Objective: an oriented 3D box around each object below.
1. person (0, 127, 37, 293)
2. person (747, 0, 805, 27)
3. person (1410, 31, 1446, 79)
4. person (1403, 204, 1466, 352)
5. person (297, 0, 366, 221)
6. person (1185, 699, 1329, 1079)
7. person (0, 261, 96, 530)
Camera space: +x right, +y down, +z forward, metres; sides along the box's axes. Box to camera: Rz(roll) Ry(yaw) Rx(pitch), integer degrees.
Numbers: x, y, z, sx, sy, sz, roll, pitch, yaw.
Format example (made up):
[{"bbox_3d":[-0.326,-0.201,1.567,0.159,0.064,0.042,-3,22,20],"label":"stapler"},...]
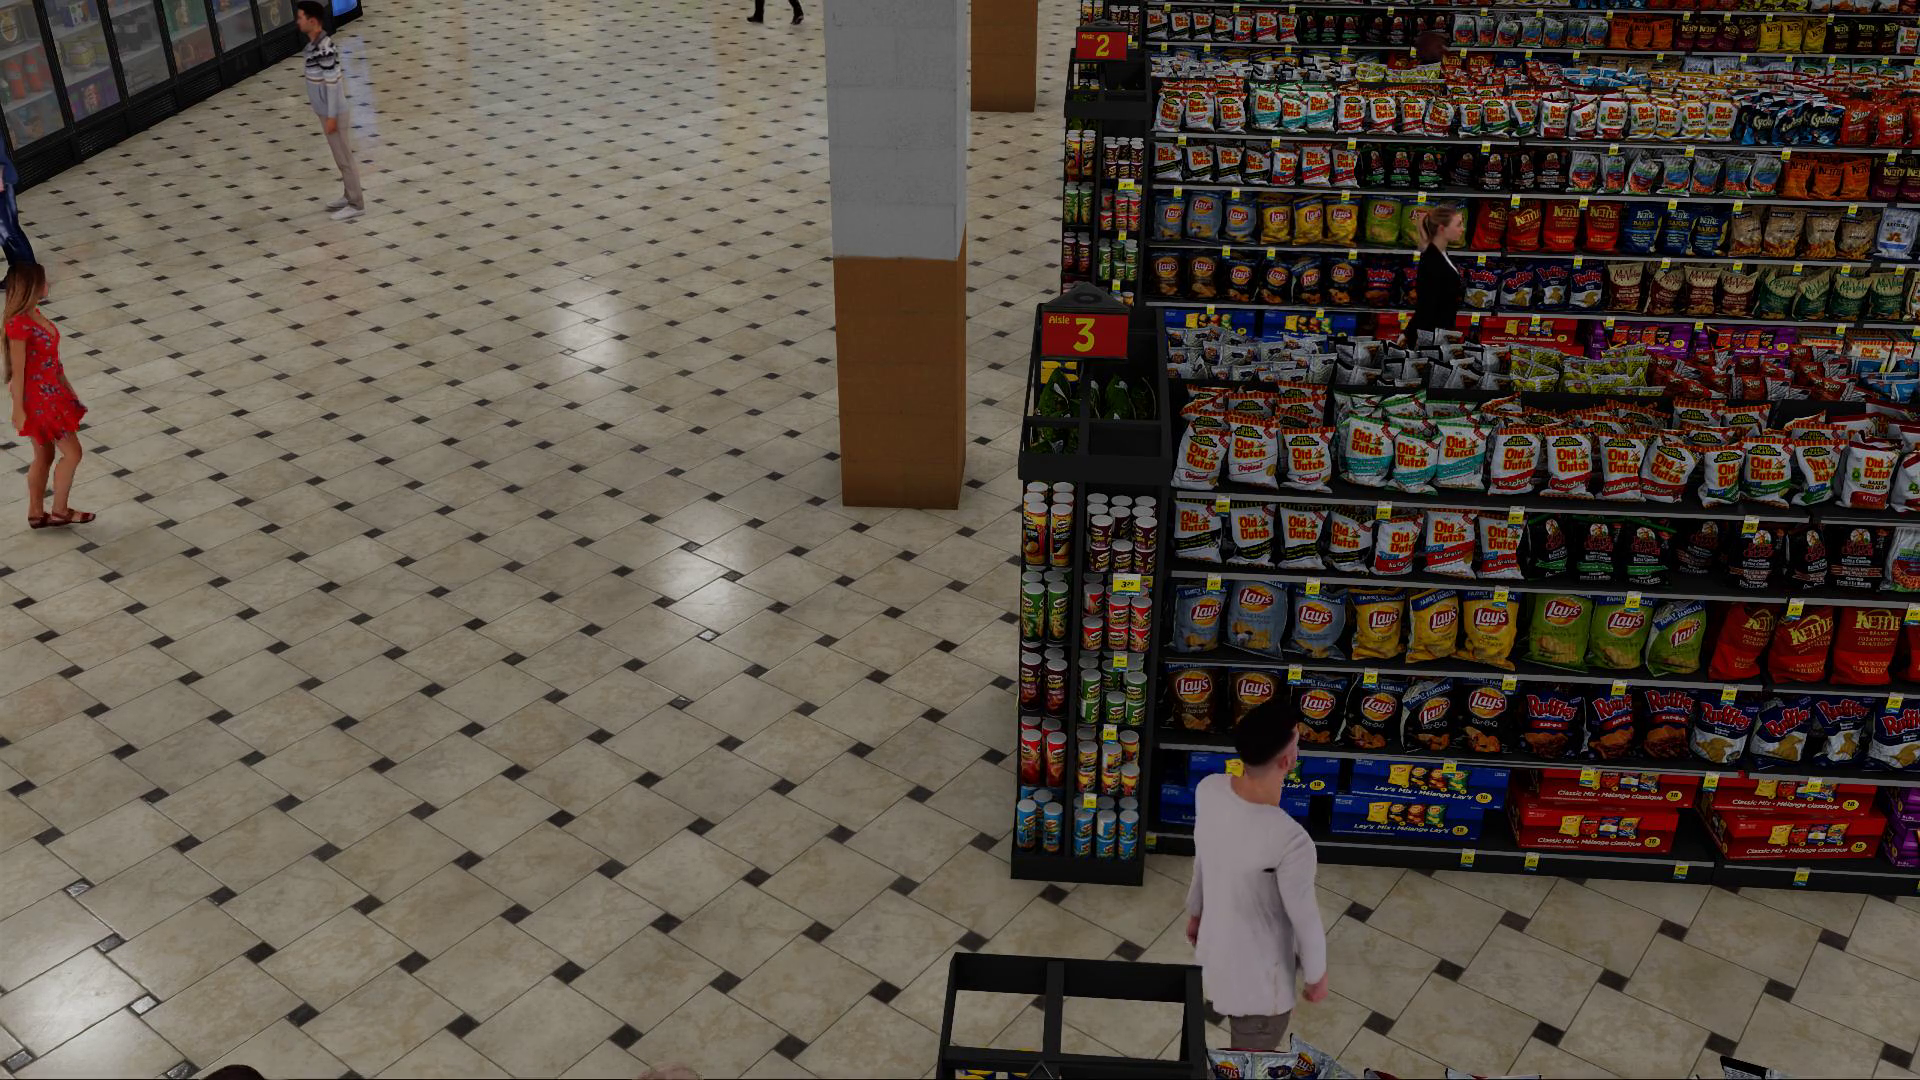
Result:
[{"bbox_3d":[-7.426,-2.755,12.746,0.857,1.826,0.774,-25,38,-38],"label":"person"},{"bbox_3d":[-2.380,-7.571,21.585,1.240,1.808,1.096,24,37,37],"label":"person"},{"bbox_3d":[3.736,-3.243,13.640,0.699,1.825,0.756,10,30,17],"label":"person"},{"bbox_3d":[2.715,-1.192,10.022,0.982,1.691,0.729,7,29,13],"label":"person"},{"bbox_3d":[-5.505,-3.785,14.595,0.743,1.862,0.767,-11,30,-18],"label":"person"},{"bbox_3d":[0.852,1.340,5.260,1.216,1.811,1.025,-12,31,-20],"label":"person"},{"bbox_3d":[-5.254,-0.765,9.382,0.803,1.556,0.731,-5,29,-9],"label":"person"}]
